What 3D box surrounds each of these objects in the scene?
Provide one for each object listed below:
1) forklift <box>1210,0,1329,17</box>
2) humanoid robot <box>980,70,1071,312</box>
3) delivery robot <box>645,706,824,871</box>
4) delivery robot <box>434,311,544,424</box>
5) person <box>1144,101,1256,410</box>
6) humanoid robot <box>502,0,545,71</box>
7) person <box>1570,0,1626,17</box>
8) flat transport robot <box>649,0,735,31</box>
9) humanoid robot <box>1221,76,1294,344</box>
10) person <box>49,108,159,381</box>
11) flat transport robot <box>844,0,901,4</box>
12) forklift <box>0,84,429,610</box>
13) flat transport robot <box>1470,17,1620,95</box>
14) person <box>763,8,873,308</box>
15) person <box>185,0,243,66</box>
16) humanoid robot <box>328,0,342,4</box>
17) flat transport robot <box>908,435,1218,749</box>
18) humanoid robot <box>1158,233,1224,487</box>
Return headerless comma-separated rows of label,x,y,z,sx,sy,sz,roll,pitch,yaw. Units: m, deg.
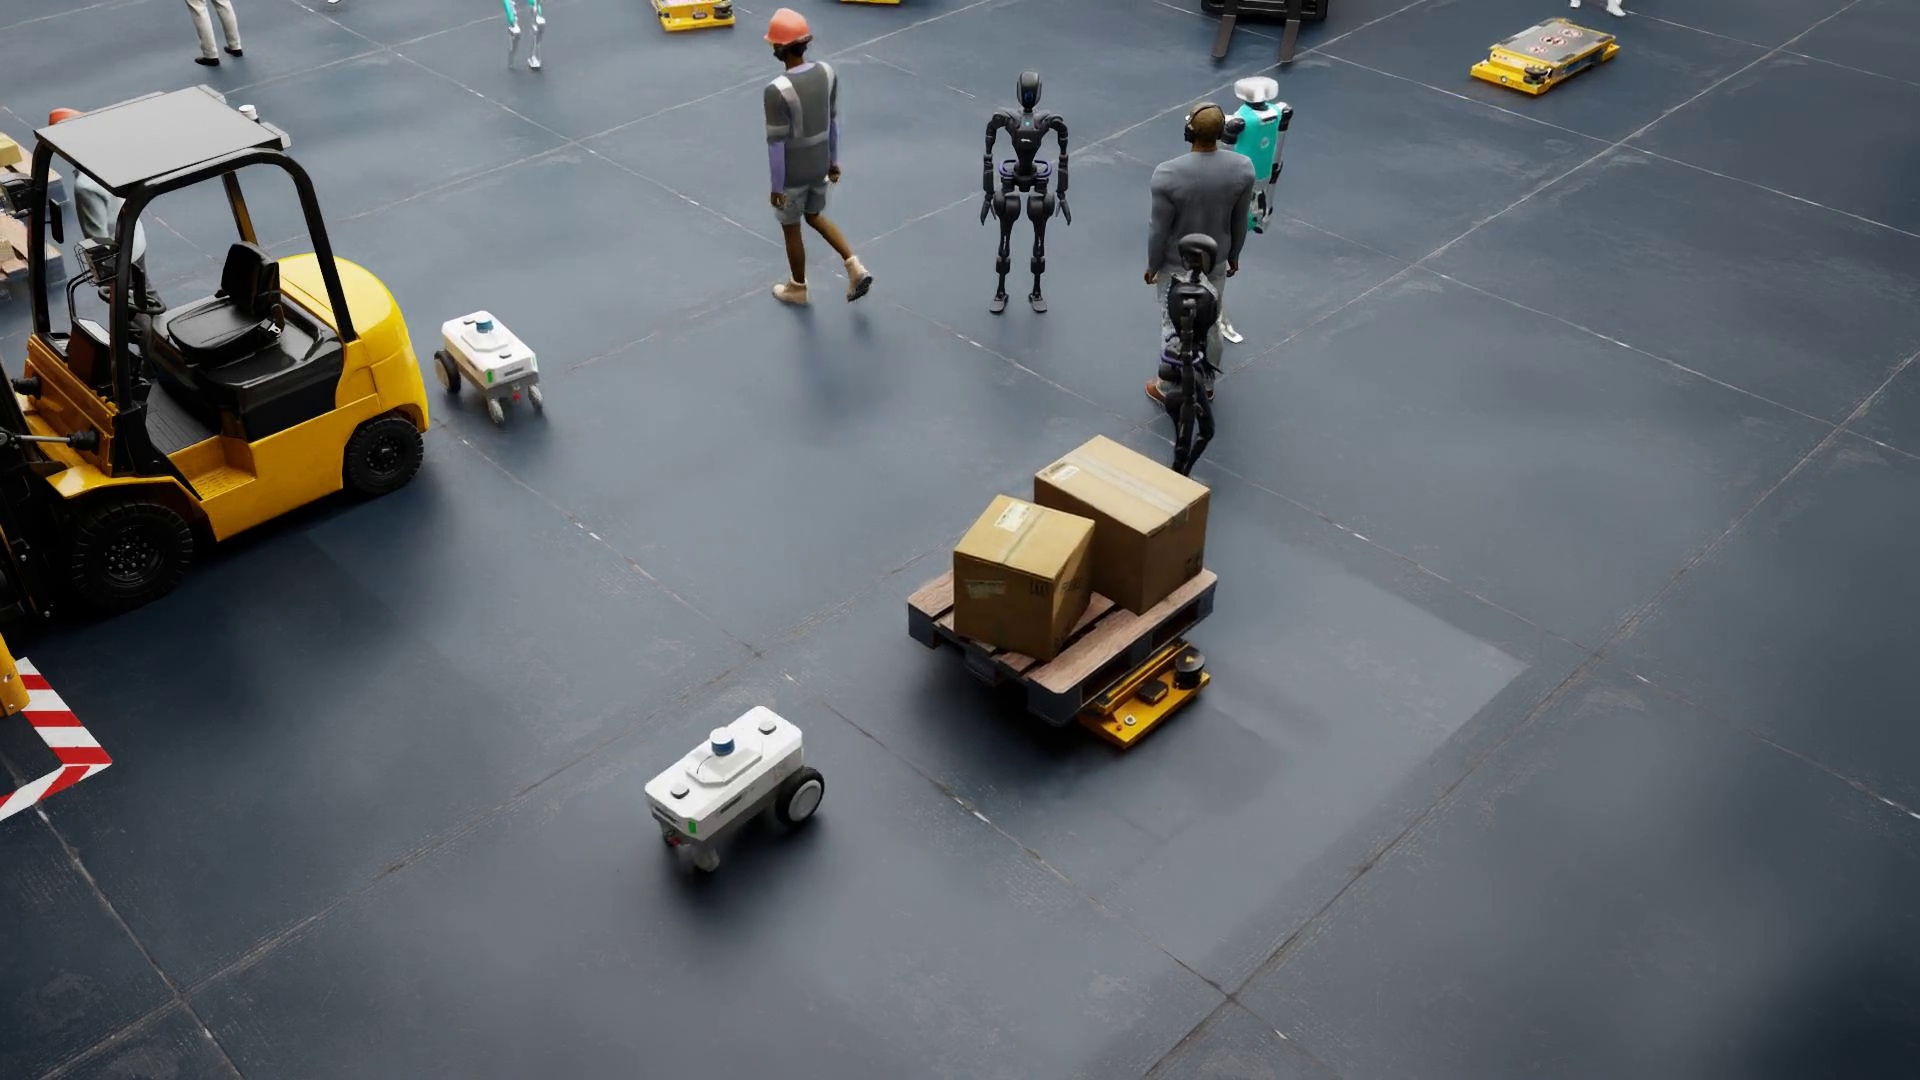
forklift,3.106,-6.400,15.960,1.214,2.155,2.313,8,37,10
humanoid robot,0.432,-2.255,10.826,0.599,1.658,0.315,1,37,1
delivery robot,-1.021,1.061,7.331,0.524,0.587,0.748,27,44,31
delivery robot,-2.883,-1.106,10.231,0.499,0.585,0.765,-25,43,-29
person,1.381,-1.659,9.824,0.628,1.940,0.372,-10,38,-12
humanoid robot,-3.810,-4.844,14.282,0.530,1.823,0.678,-18,41,-23
person,6.102,-5.715,15.530,0.538,1.599,0.667,-6,37,-8
flat transport robot,-2.645,-5.237,16.007,0.659,0.231,1.431,-12,38,-15
humanoid robot,1.631,-2.179,10.740,0.544,1.826,0.877,-22,42,-27
person,-5.184,-1.801,10.180,0.351,1.738,0.572,-4,37,-6
flat transport robot,-0.785,-5.673,16.591,0.659,0.231,1.431,6,37,8
forklift,-4.145,-1.093,8.856,2.313,2.155,1.214,-31,47,-34
flat transport robot,5.210,-4.301,14.754,1.431,0.231,0.659,-30,46,-34
person,-0.956,-2.392,10.742,0.671,2.026,0.613,24,43,28
person,-6.677,-5.034,14.472,0.388,1.784,0.539,22,42,27
humanoid robot,-6.012,-5.930,15.597,0.533,1.677,0.735,20,41,25
flat transport robot,0.493,0.490,8.341,1.431,0.231,0.659,30,46,34
humanoid robot,1.247,-0.894,9.006,0.341,1.650,0.590,9,38,11
